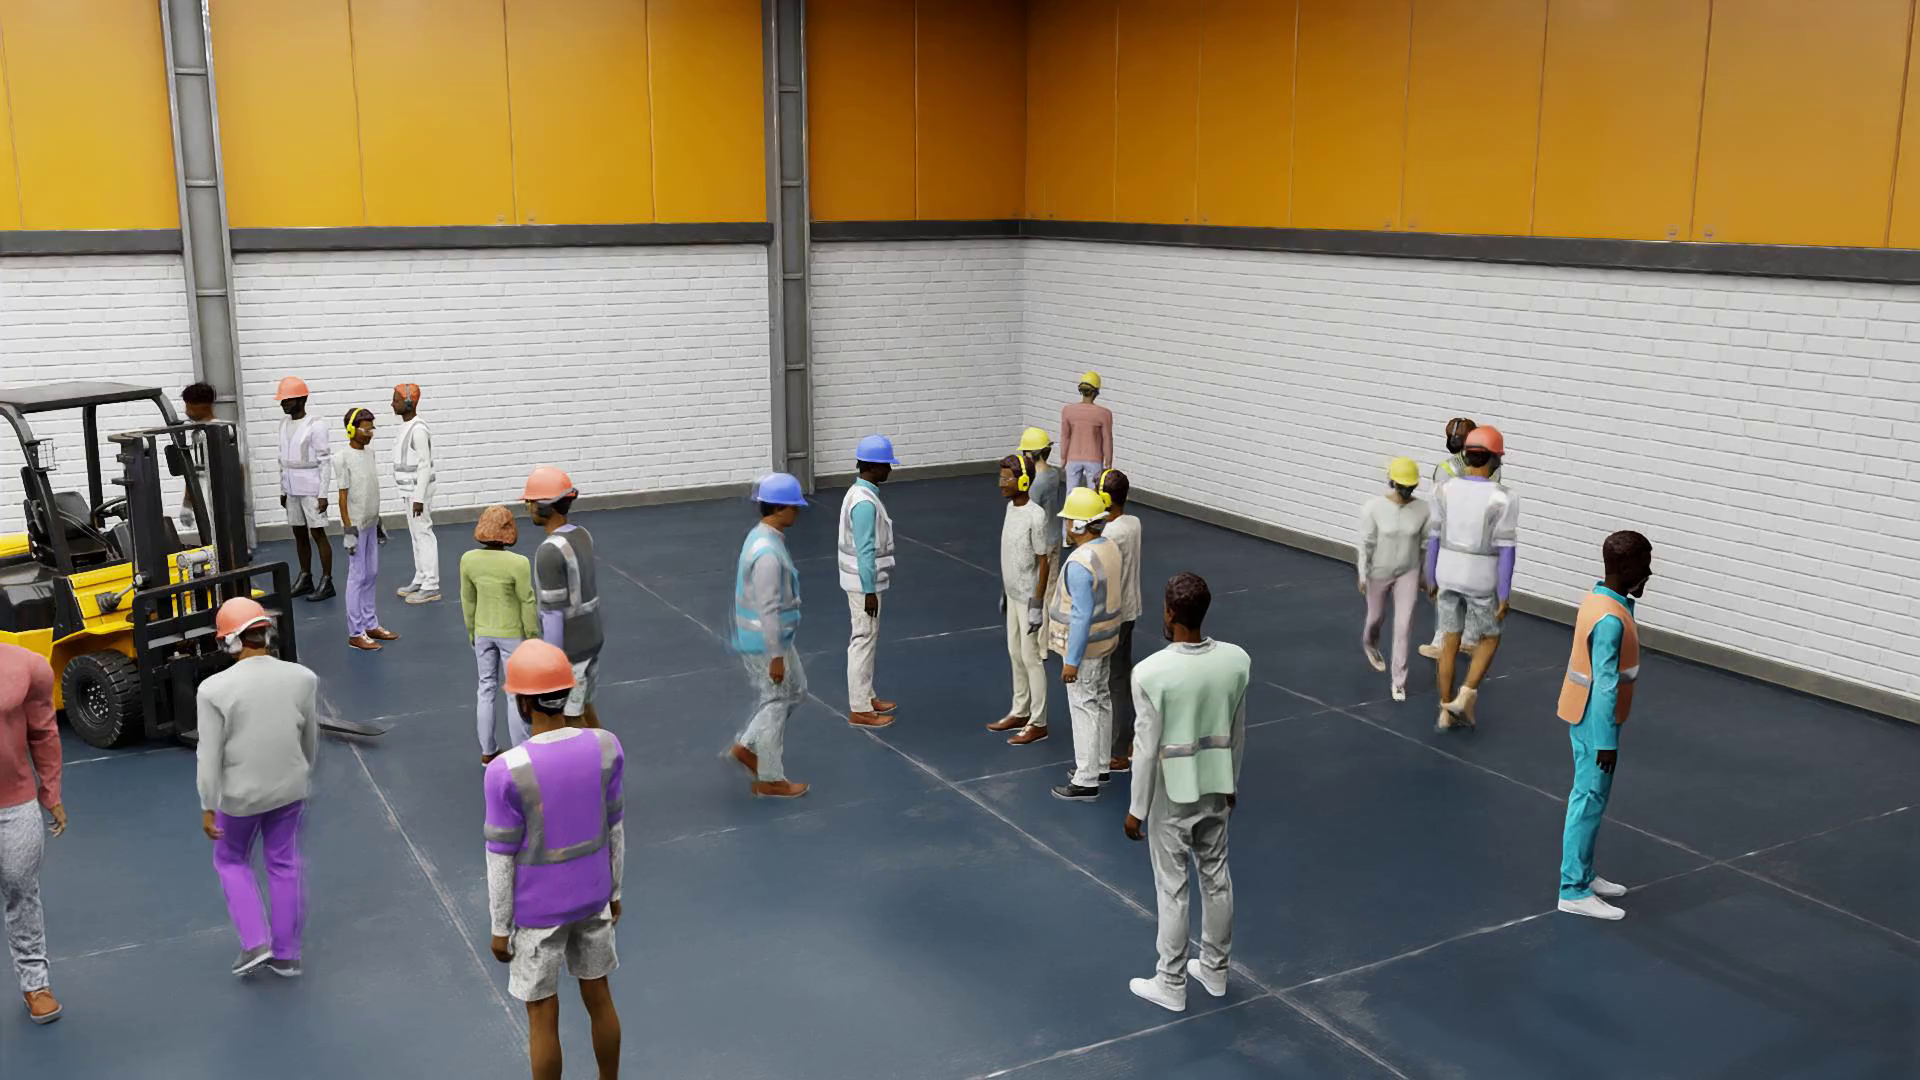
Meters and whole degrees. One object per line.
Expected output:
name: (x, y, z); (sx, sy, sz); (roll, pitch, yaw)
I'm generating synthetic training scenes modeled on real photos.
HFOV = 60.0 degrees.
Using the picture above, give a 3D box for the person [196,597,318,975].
person: (-3.162, 1.114, 7.495); (0.446, 1.712, 0.587); (10, 16, 39)

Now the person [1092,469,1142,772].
person: (0.929, 0.487, 10.098); (0.327, 1.865, 0.517); (5, 13, 22)

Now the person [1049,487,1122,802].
person: (0.720, 0.600, 9.639); (0.404, 1.830, 0.599); (5, 13, 23)

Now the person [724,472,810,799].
person: (-1.066, 0.567, 9.568); (0.440, 1.926, 0.640); (-2, 12, -7)

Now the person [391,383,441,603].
person: (-4.666, -0.405, 14.230); (0.354, 1.883, 0.573); (-6, 14, -28)

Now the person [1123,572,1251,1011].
person: (0.978, 1.087, 7.162); (0.589, 1.917, 0.398); (-7, 14, -28)

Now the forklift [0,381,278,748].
forklift: (-5.853, 0.085, 11.199); (2.313, 2.155, 1.214); (7, 14, 28)

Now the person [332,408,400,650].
person: (-4.588, -0.092, 12.815); (0.329, 1.865, 0.507); (2, 12, 9)

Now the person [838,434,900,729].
person: (-0.594, 0.270, 10.944); (0.415, 1.939, 0.604); (-1, 12, -3)

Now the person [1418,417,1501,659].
person: (3.742, -0.006, 12.489); (0.624, 1.837, 0.429); (-7, 14, -30)

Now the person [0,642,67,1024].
person: (-4.077, 1.124, 6.952); (0.629, 1.932, 0.378); (-8, 15, -35)

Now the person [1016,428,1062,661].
person: (0.582, 0.032, 12.492); (0.337, 1.760, 0.527); (6, 13, 26)

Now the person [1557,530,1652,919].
person: (3.121, 0.886, 8.123); (0.397, 1.911, 0.587); (4, 13, 19)

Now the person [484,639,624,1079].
person: (-1.488, 1.308, 6.100); (0.545, 1.929, 0.387); (-11, 16, -42)

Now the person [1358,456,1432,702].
person: (3.057, 0.205, 11.766); (0.531, 1.716, 0.840); (1, 12, 4)

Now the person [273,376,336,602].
person: (-5.637, -0.436, 14.246); (0.552, 1.936, 0.360); (6, 14, 27)

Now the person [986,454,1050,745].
person: (0.389, 0.375, 10.608); (0.319, 1.870, 0.521); (-5, 13, -22)

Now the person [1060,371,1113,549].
person: (1.240, -0.766, 16.239); (0.531, 1.754, 0.342); (4, 13, 19)

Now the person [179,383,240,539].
person: (-6.379, -0.354, 13.911); (0.808, 1.918, 0.644); (1, 12, 6)

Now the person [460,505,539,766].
person: (-2.788, 0.593, 10.142); (0.503, 1.633, 0.280); (4, 13, 18)

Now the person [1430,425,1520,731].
person: (3.312, 0.263, 10.778); (0.614, 2.015, 0.481); (10, 16, 40)

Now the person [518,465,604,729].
person: (-2.199, 0.595, 9.216); (0.445, 2.033, 0.612); (1, 12, 6)
